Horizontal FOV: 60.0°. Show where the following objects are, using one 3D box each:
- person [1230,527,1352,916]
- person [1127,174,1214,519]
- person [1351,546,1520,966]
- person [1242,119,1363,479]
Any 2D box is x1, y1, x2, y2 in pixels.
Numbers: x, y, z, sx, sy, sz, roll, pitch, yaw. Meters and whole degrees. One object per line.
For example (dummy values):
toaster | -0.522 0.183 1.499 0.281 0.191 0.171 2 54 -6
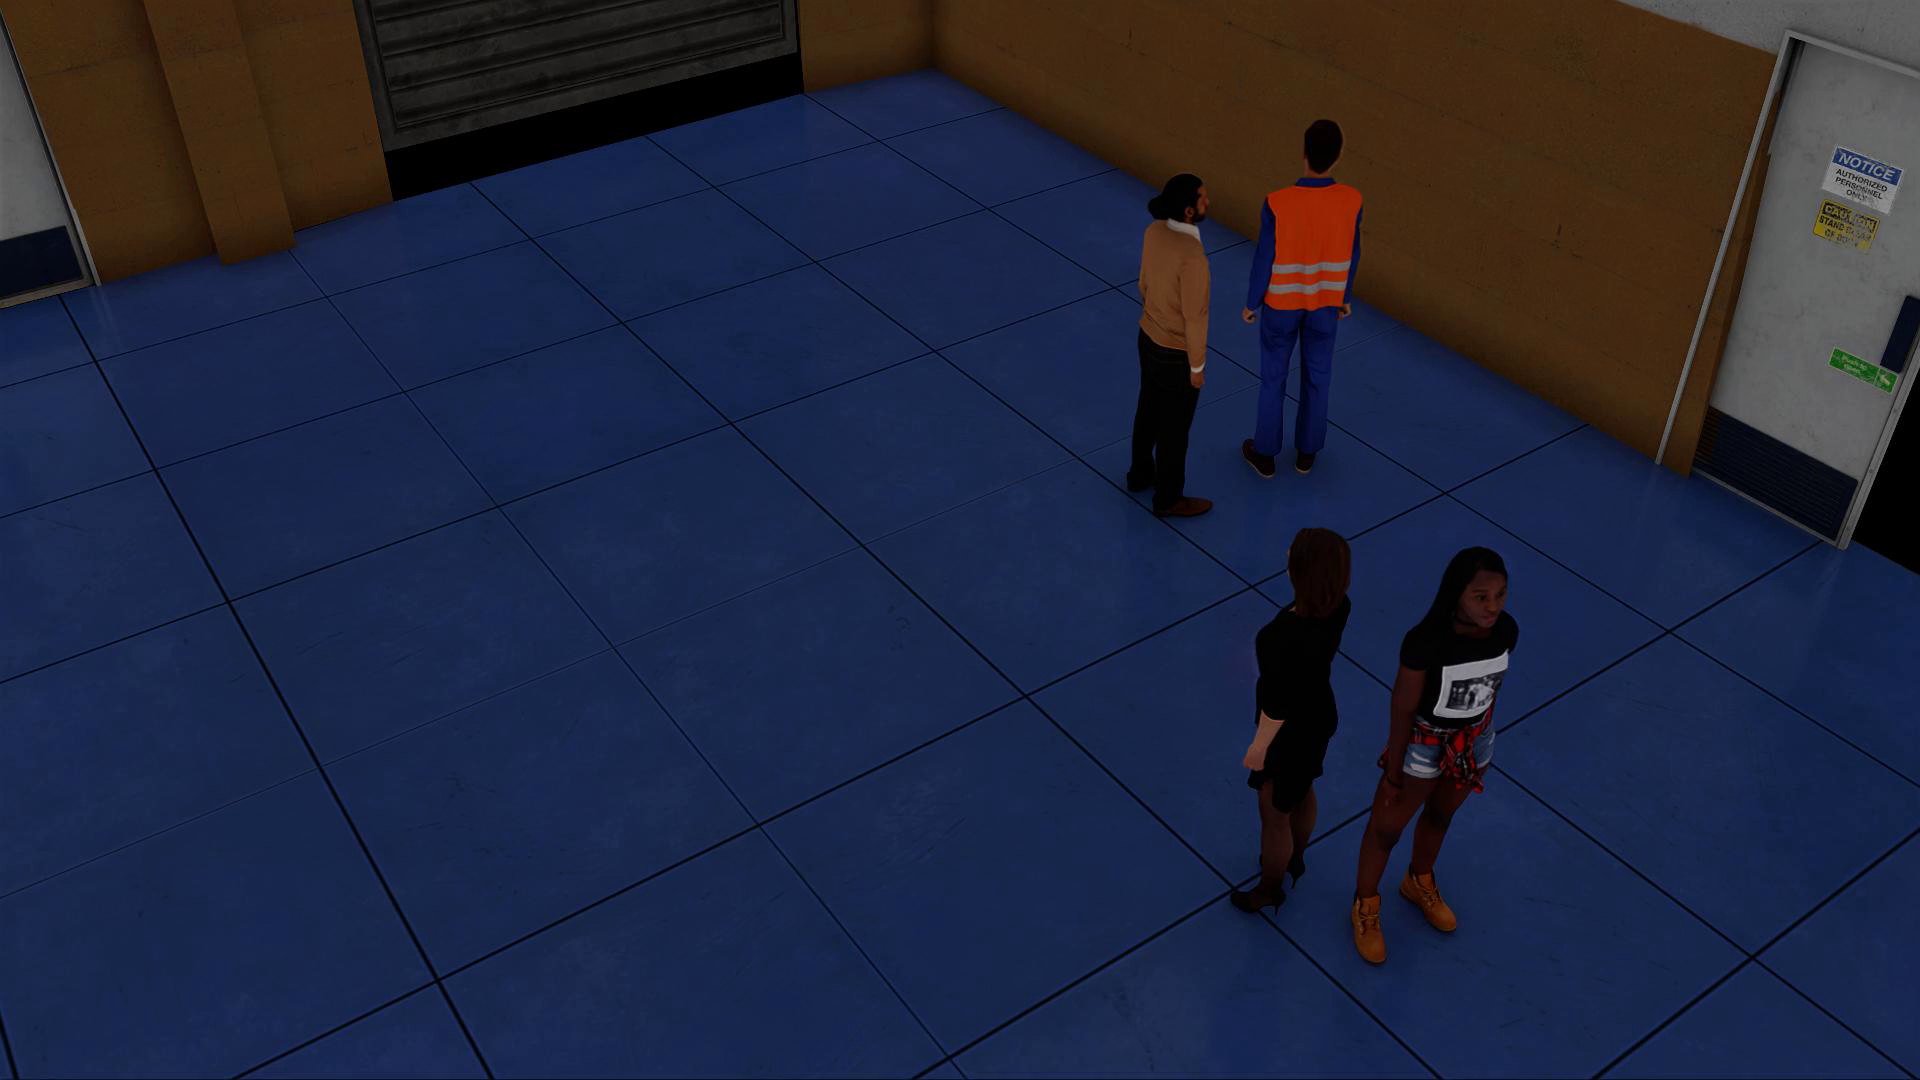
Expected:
person | 1.173 0.663 5.829 0.698 1.707 0.532 25 44 30
person | 1.006 -0.916 7.906 0.657 1.754 0.704 -14 39 -18
person | 1.636 0.728 5.738 0.592 1.729 0.710 -15 39 -19
person | 1.661 -1.154 8.133 0.727 1.863 0.850 -3 37 -5
